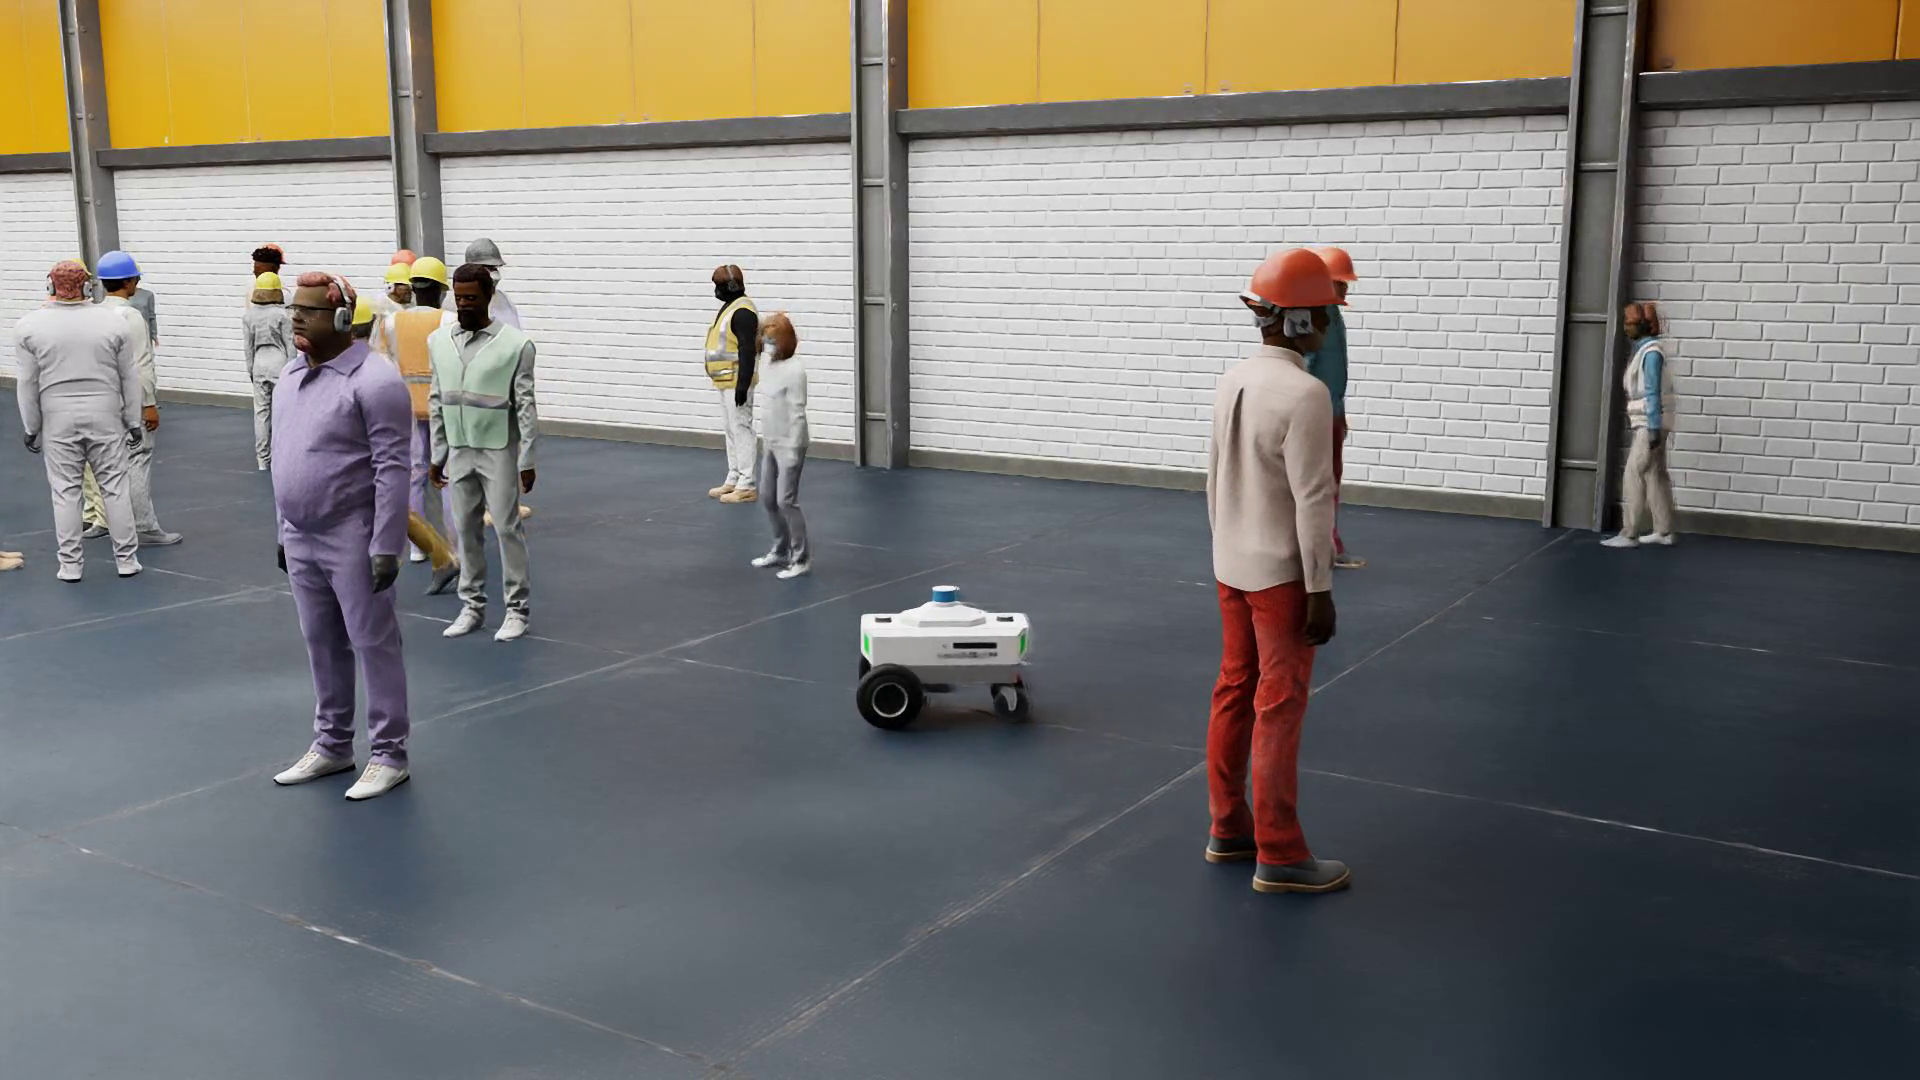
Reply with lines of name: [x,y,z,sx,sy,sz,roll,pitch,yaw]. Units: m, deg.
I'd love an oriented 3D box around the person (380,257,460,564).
person: [-3.296,-0.802,10.411,0.595,1.916,0.377,1,10,7]

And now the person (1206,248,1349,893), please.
person: [0.995,0.095,5.227,0.390,1.995,0.613,-3,11,-19]

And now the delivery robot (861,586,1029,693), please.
delivery robot: [-0.065,0.438,7.060,0.707,0.478,0.477,0,10,-2]

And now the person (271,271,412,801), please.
person: [-2.283,-0.014,6.069,0.641,1.913,0.407,6,12,29]

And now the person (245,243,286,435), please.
person: [-7.073,-2.044,17.113,0.612,1.984,0.407,7,12,34]

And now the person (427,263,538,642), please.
person: [-2.412,-0.442,8.456,0.588,1.910,0.392,3,11,16]

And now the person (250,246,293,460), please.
person: [-6.205,-1.668,15.081,0.368,1.966,0.603,-8,13,-38]

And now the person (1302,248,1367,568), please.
person: [2.204,-0.783,10.168,0.543,1.975,0.679,6,12,30]

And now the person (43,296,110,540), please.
person: [-5.987,-0.882,11.311,0.327,1.753,0.563,-9,13,-39]

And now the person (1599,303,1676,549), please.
person: [4.475,-0.739,10.925,0.565,1.607,0.546,3,11,15]

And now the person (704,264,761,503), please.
person: [-1.763,-1.212,12.916,0.429,1.837,0.632,-4,11,-21]

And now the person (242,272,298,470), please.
person: [-6.049,-1.483,14.676,0.491,1.744,0.295,2,10,9]

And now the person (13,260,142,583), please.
person: [-5.222,-0.702,9.895,0.651,1.906,0.403,-6,12,-30]

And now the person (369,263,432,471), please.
person: [-4.831,-1.474,14.401,0.403,1.825,0.593,5,12,27]

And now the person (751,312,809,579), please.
person: [-1.066,-0.560,9.923,0.369,1.602,0.575,-6,12,-31]

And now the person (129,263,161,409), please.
person: [-9.843,-2.433,19.865,0.308,1.772,0.525,9,13,40]

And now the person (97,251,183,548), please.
person: [-5.489,-0.917,10.961,0.605,1.951,0.379,7,12,34]

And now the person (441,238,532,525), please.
person: [-3.348,-1.138,11.936,0.538,2.000,0.688,4,11,20]

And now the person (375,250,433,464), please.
person: [-4.873,-1.591,14.733,0.376,1.935,0.550,7,12,34]

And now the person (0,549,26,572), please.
person: [-5.986,-0.711,10.154,0.357,1.836,0.511,-7,12,-34]

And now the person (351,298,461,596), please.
person: [-3.225,-0.492,9.206,0.892,1.725,0.517,-7,12,-33]
